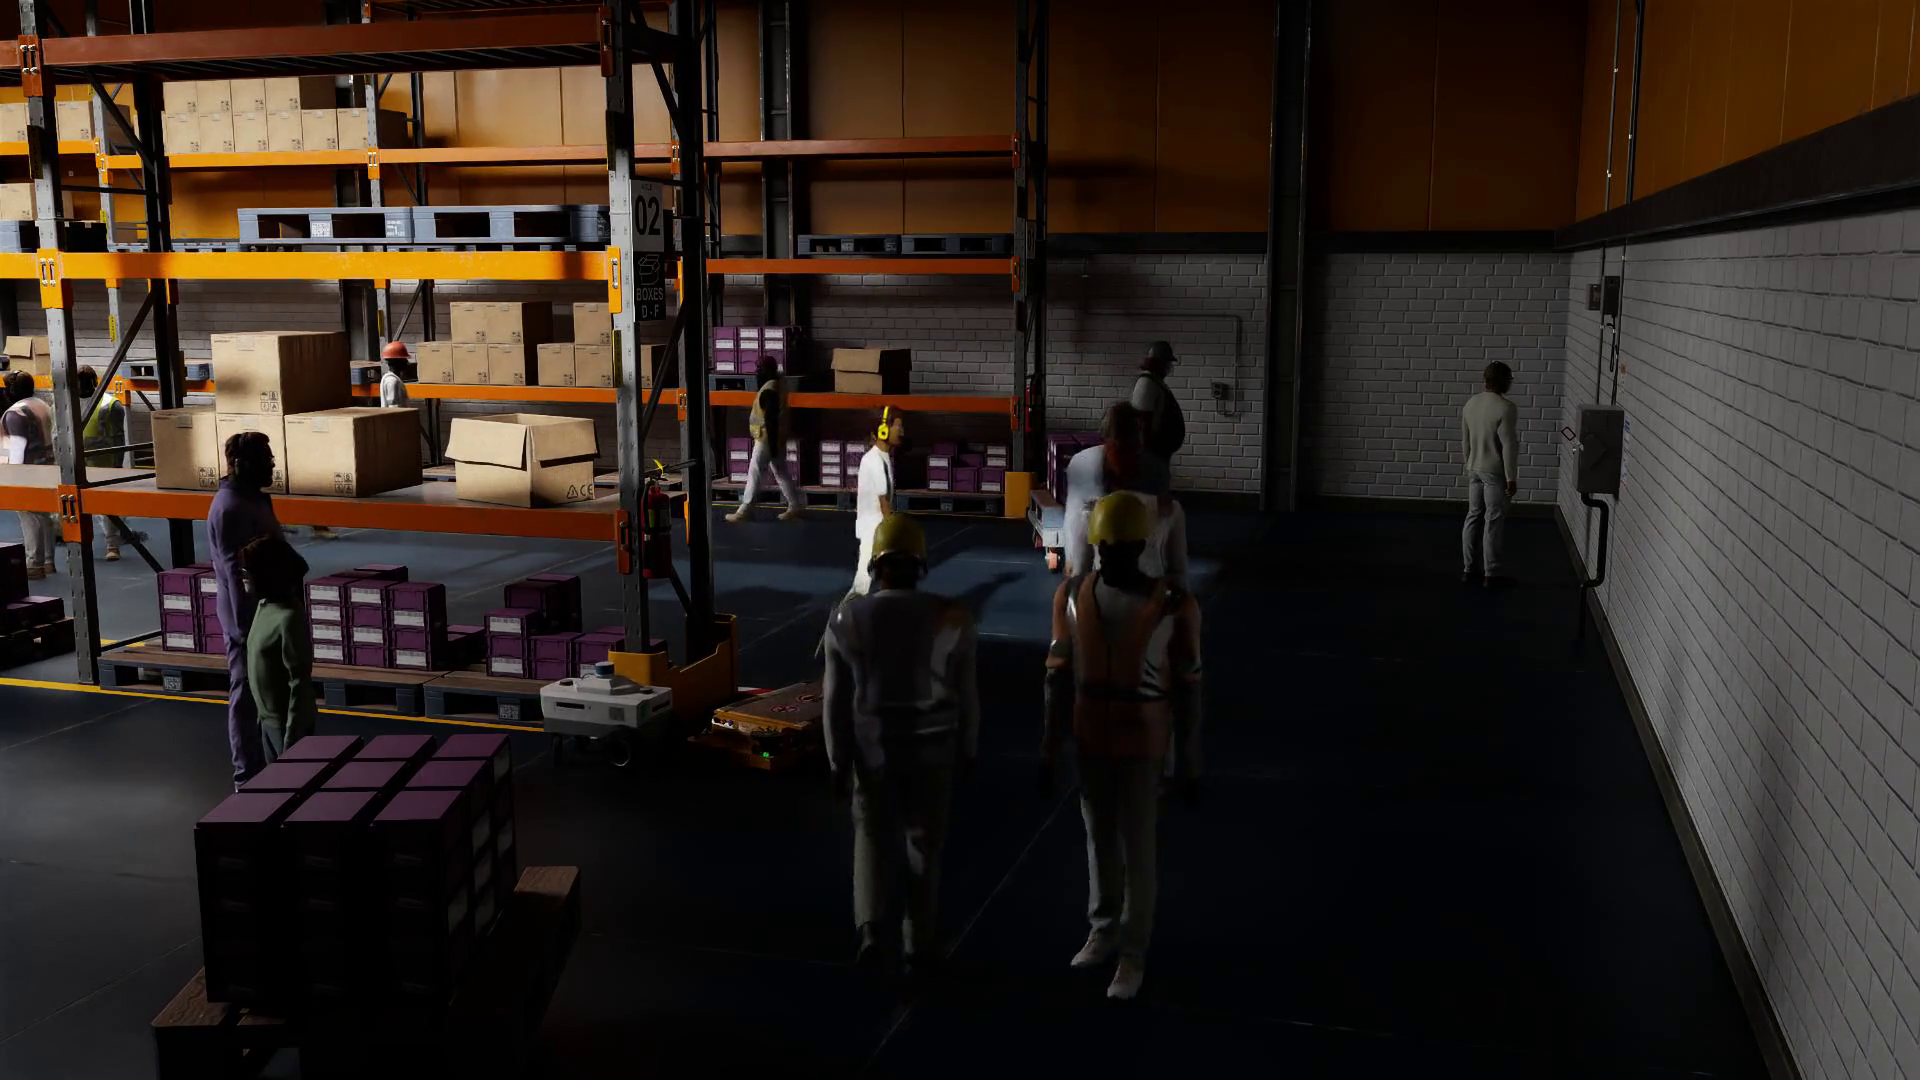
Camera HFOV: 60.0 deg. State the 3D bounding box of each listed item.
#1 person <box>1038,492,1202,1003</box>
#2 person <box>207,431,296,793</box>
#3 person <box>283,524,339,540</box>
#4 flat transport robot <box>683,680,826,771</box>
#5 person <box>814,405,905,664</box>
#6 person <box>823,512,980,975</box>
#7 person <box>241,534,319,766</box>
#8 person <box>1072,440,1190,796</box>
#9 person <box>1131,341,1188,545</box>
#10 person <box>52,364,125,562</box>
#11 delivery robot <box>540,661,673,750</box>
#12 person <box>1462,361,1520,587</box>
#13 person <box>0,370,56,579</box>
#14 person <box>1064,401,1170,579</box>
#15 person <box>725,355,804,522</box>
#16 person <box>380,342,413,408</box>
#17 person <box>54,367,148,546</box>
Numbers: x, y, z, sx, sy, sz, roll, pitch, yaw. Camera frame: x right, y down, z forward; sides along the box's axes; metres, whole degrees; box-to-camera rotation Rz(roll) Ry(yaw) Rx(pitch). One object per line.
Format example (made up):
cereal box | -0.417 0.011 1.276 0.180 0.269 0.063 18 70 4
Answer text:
person | 0.609 0.759 6.341 0.606 1.925 0.408 5 10 27
person | -3.636 0.387 8.614 0.401 1.907 0.648 -3 10 -19
person | -6.541 -0.894 16.659 0.532 1.827 0.543 3 10 19
flat transport robot | -0.880 1.029 9.673 0.652 0.197 1.431 6 11 34
person | -0.560 -0.013 11.355 0.957 1.820 0.484 1 9 6
person | -0.219 0.797 6.395 0.593 1.809 0.427 0 9 1
person | -2.869 0.782 7.041 0.289 1.631 0.497 -7 12 -37
person | 0.887 0.413 8.663 0.612 1.850 0.475 1 9 5
person | 1.971 -0.949 16.346 0.591 2.000 0.690 2 10 13
person | -8.115 -0.712 15.505 0.627 1.847 0.429 -2 9 -10
delivery robot | -1.960 0.916 9.212 0.707 0.478 0.477 4 10 22
person | 4.575 -0.567 14.330 0.370 1.940 0.630 -4 10 -23
person | -8.244 -0.576 14.682 0.429 1.844 0.627 -1 9 -9
person | 0.981 0.096 10.331 0.657 1.919 0.466 2 9 10
person | -2.090 -1.088 17.933 0.832 1.806 0.627 1 9 6
person | -6.101 -1.186 18.107 0.356 1.936 0.552 -4 10 -22
person | -8.538 -0.810 16.287 0.938 1.776 0.594 1 9 8
